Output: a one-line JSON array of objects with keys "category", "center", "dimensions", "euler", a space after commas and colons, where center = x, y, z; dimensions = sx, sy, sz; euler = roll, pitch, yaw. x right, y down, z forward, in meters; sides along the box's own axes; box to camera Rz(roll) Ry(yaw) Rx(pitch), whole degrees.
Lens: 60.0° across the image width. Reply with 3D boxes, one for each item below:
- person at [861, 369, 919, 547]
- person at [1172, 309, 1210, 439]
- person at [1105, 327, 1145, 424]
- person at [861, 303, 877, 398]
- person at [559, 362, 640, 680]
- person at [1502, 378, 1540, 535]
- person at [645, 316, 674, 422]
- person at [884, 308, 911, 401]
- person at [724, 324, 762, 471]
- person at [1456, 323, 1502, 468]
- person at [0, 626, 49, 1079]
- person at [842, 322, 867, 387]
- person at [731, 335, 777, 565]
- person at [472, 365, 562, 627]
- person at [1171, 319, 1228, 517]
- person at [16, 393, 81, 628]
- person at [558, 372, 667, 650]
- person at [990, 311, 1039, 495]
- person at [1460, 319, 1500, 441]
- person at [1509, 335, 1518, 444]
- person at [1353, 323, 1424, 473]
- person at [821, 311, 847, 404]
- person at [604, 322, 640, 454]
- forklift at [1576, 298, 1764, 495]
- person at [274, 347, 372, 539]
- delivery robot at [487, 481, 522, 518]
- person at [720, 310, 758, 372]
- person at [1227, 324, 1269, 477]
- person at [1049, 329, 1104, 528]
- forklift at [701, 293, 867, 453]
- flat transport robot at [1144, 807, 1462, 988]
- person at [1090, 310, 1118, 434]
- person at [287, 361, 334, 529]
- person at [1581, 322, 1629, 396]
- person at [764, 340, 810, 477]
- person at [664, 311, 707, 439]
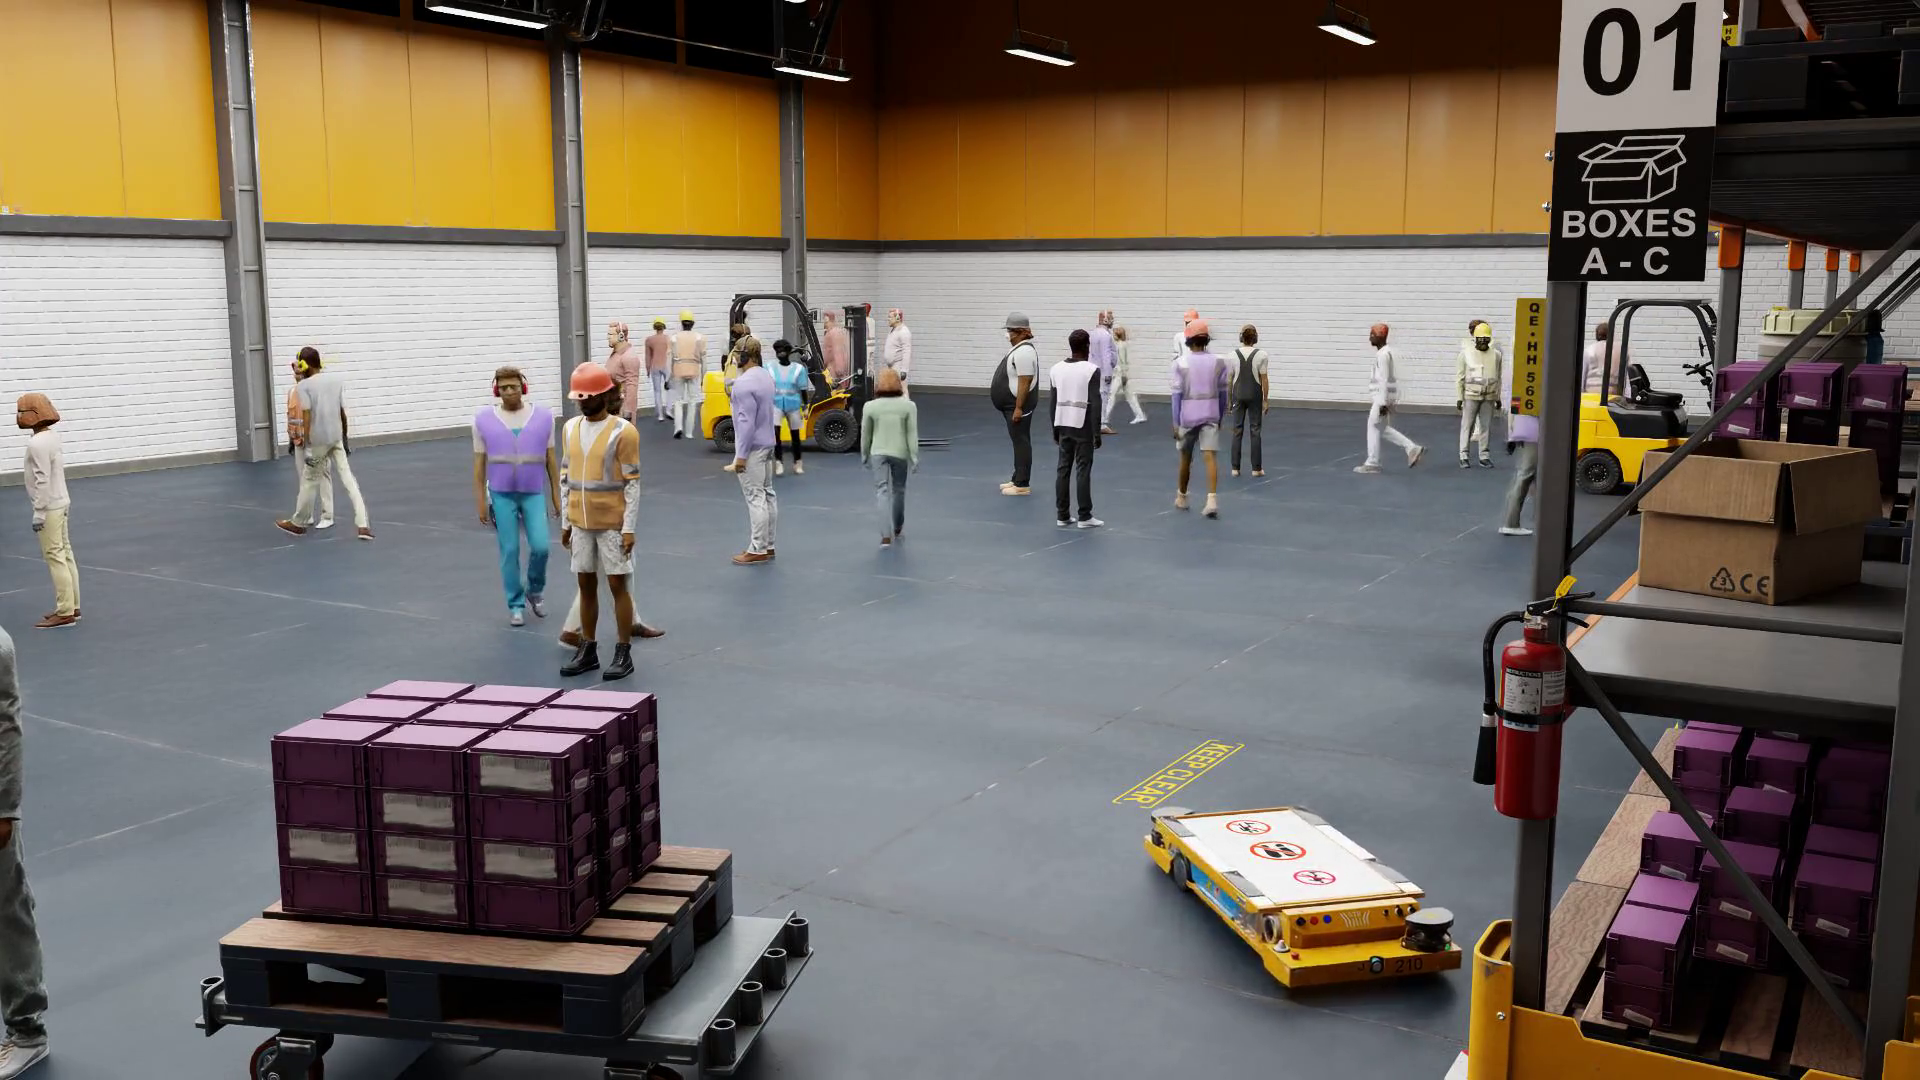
[{"category": "person", "center": [-0.642, -0.757, 15.162], "dimensions": [0.518, 1.581, 0.890], "euler": [-1, 9, -3]}, {"category": "person", "center": [3.421, -2.457, 24.679], "dimensions": [0.552, 1.937, 0.356], "euler": [2, 9, 15]}, {"category": "person", "center": [2.616, -2.668, 27.096], "dimensions": [0.887, 1.594, 0.525], "euler": [1, 9, 7]}, {"category": "person", "center": [-1.848, -3.713, 32.684], "dimensions": [0.356, 1.885, 0.574], "euler": [4, 10, 25]}, {"category": "person", "center": [-2.199, -0.114, 10.078], "dimensions": [0.542, 1.930, 0.366], "euler": [4, 10, 22]}, {"category": "person", "center": [5.491, -0.980, 15.615], "dimensions": [0.904, 1.889, 0.602], "euler": [-2, 9, -13]}, {"category": "person", "center": [-4.947, -2.841, 27.607], "dimensions": [0.555, 1.751, 0.437], "euler": [1, 9, 4]}, {"category": "person", "center": [-1.009, -2.715, 26.386], "dimensions": [0.402, 1.906, 0.652], "euler": [-4, 10, -22]}, {"category": "person", "center": [-2.687, -1.739, 20.495], "dimensions": [0.429, 1.845, 0.621], "euler": [-6, 11, -35]}, {"category": "person", "center": [6.572, -1.821, 21.034], "dimensions": [0.600, 1.831, 0.404], "euler": [-1, 9, -6]}, {"category": "person", "center": [-3.045, 0.783, 5.052], "dimensions": [0.487, 1.746, 0.289], "euler": [4, 10, 23]}, {"category": "person", "center": [-1.854, -2.981, 28.485], "dimensions": [0.528, 1.765, 0.327], "euler": [1, 9, 7]}, {"category": "person", "center": [-1.749, -0.755, 14.051], "dimensions": [0.379, 1.940, 0.629], "euler": [2, 9, 13]}, {"category": "person", "center": [-3.080, -0.305, 11.597], "dimensions": [0.588, 1.823, 0.455], "euler": [-3, 10, -19]}, {"category": "person", "center": [2.439, -1.246, 16.952], "dimensions": [0.606, 2.000, 1.050], "euler": [-1, 9, -4]}, {"category": "person", "center": [-6.345, -0.205, 11.568], "dimensions": [0.269, 1.632, 0.504], "euler": [-3, 9, -15]}, {"category": "person", "center": [-2.314, -0.201, 10.929], "dimensions": [0.625, 1.845, 0.604], "euler": [0, 9, -2]}, {"category": "person", "center": [0.605, -1.524, 18.531], "dimensions": [0.537, 2.000, 0.682], "euler": [0, 9, -1]}, {"category": "person", "center": [7.671, -2.360, 24.506], "dimensions": [0.622, 1.812, 0.636], "euler": [-9, 12, -43]}, {"category": "person", "center": [8.151, -2.311, 23.812], "dimensions": [0.374, 1.933, 0.631], "euler": [-7, 12, -38]}, {"category": "person", "center": [5.276, -1.731, 20.405], "dimensions": [0.719, 1.861, 0.584], "euler": [3, 10, 20]}, {"category": "person", "center": [-2.101, -2.827, 27.314], "dimensions": [0.993, 1.843, 0.672], "euler": [-1, 9, -6]}, {"category": "person", "center": [-3.862, -1.512, 18.881], "dimensions": [0.408, 1.908, 0.642], "euler": [-6, 11, -31]}, {"category": "forklift", "center": [7.954, -1.589, 18.462], "dimensions": [2.313, 2.155, 1.214], "euler": [5, 11, 30]}, {"category": "person", "center": [-5.904, -0.894, 15.416], "dimensions": [1.051, 1.777, 0.629], "euler": [6, 11, 32]}, {"category": "delivery robot", "center": [-4.384, -0.471, 16.293], "dimensions": [0.477, 0.478, 0.707], "euler": [-5, 11, -30]}, {"category": "person", "center": [-3.408, -2.612, 25.735], "dimensions": [0.609, 1.924, 1.021], "euler": [-1, 9, -3]}, {"category": "person", "center": [3.472, -1.674, 20.080], "dimensions": [0.507, 1.846, 0.346], "euler": [3, 10, 19]}, {"category": "person", "center": [1.120, -1.077, 16.130], "dimensions": [0.590, 1.918, 0.398], "euler": [8, 12, 41]}, {"category": "forklift", "center": [-2.458, -2.344, 23.176], "dimensions": [2.313, 2.155, 1.214], "euler": [0, 9, -2]}, {"category": "flat transport robot", "center": [1.257, 1.307, 6.370], "dimensions": [0.652, 0.197, 1.431], "euler": [-2, 9, -14]}, {"category": "person", "center": [2.220, -2.579, 25.535], "dimensions": [0.402, 1.905, 0.652], "euler": [-2, 9, -10]}, {"category": "person", "center": [-6.261, -0.922, 16.030], "dimensions": [0.513, 1.638, 0.313], "euler": [4, 10, 22]}, {"category": "person", "center": [8.450, -1.947, 21.881], "dimensions": [0.645, 1.824, 0.764], "euler": [0, 9, 1]}, {"category": "person", "center": [-2.107, -1.587, 20.098], "dimensions": [0.579, 1.652, 0.718], "euler": [0, 9, -1]}, {"category": "person", "center": [-4.066, -2.446, 24.763], "dimensions": [0.635, 1.890, 0.475], "euler": [-1, 9, -8]}]
